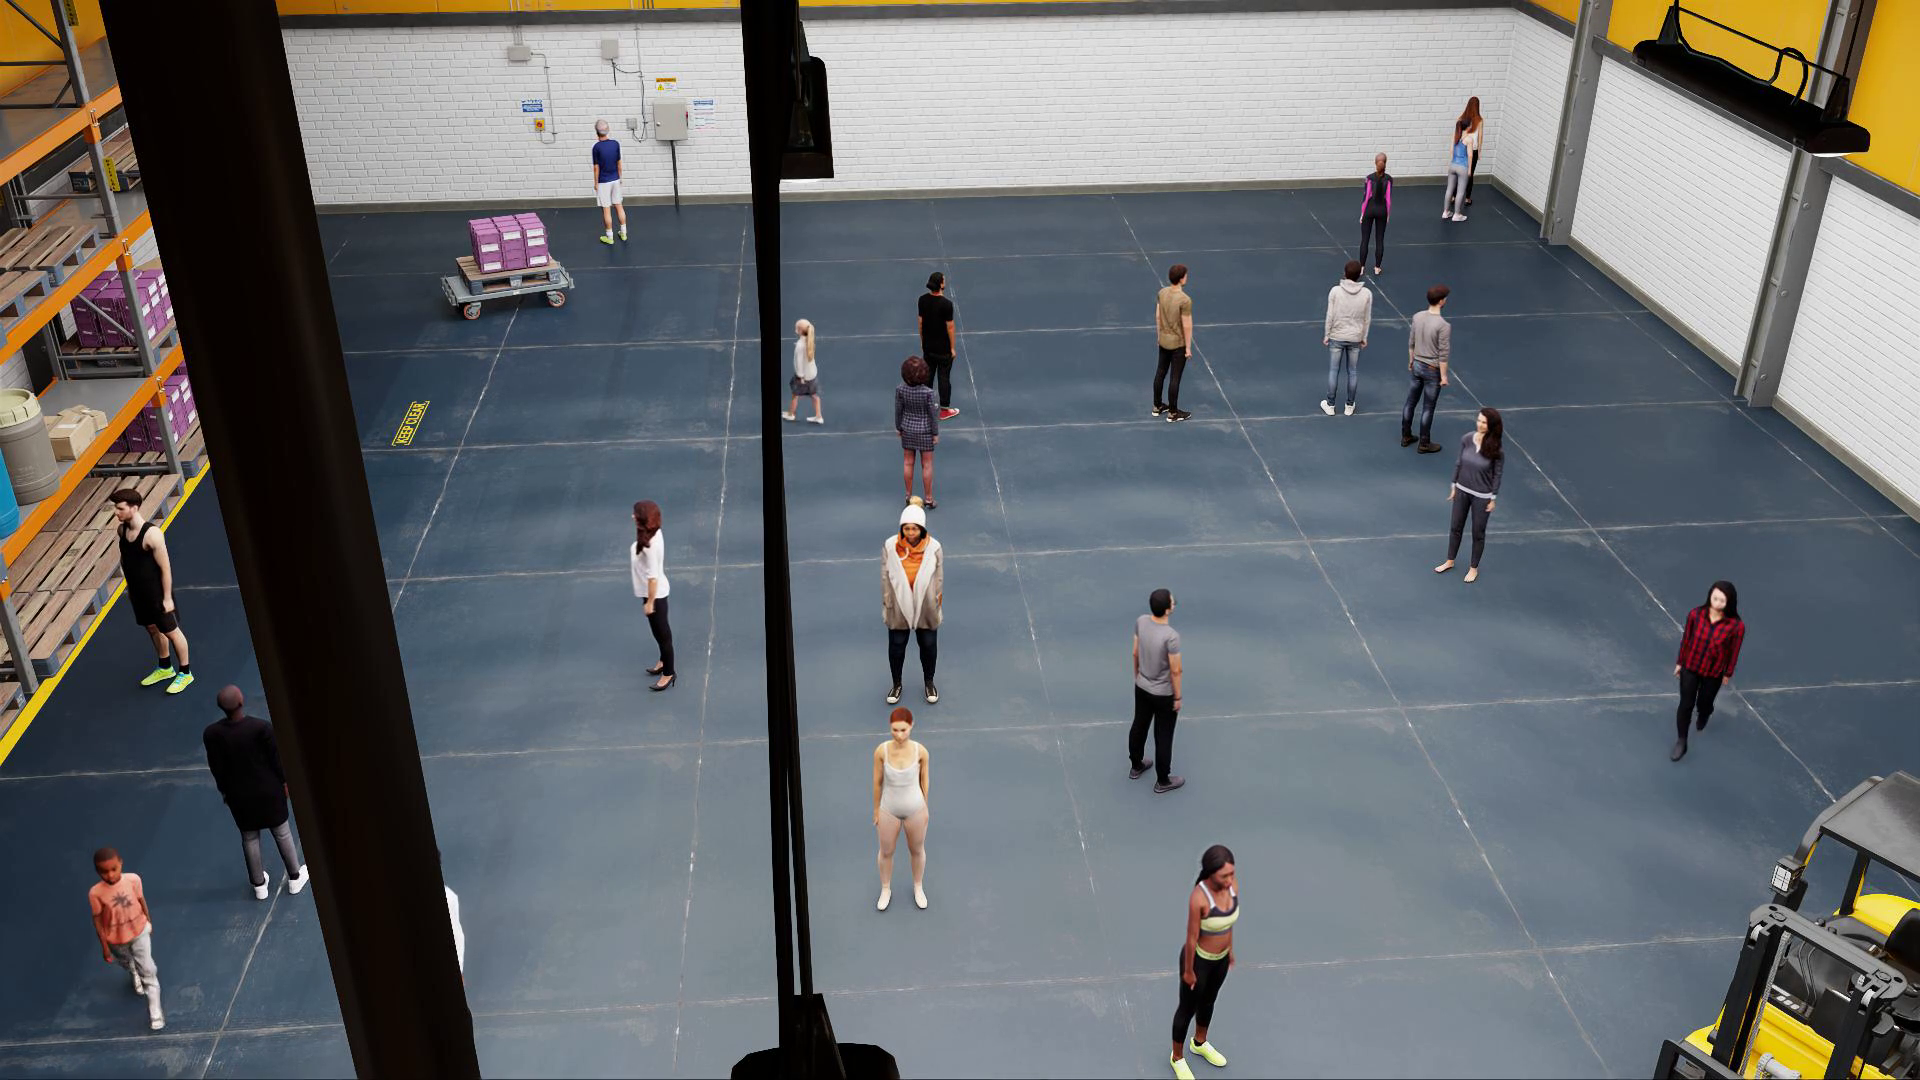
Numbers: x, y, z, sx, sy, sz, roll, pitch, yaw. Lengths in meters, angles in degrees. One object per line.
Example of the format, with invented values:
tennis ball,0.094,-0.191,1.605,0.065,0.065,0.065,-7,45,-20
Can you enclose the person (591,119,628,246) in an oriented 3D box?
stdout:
person,-5.253,-5.355,24.808,0.713,1.837,0.745,-24,37,-37

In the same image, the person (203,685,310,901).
person,-5.011,1.783,11.801,0.663,1.761,0.582,-6,29,-10

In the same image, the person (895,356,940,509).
person,-0.438,-1.095,17.138,0.692,1.702,0.684,9,30,17

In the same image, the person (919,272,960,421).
person,-0.262,-2.250,19.197,0.725,1.759,0.761,17,33,28

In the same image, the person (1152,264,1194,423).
person,2.447,-2.287,19.170,0.811,1.851,0.701,-21,35,-33

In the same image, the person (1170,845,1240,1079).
person,1.519,2.594,10.321,0.640,1.754,0.657,-19,34,-31

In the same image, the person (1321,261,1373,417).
person,4.470,-2.342,19.267,0.687,1.853,0.595,1,29,1

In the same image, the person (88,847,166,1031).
person,-5.499,2.531,10.925,0.722,1.287,0.960,-16,32,-27

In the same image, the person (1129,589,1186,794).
person,1.530,1.151,12.967,0.770,1.754,0.678,-22,36,-35

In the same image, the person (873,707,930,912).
person,-0.411,1.887,11.733,0.541,1.644,0.475,-2,29,-4

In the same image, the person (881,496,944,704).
person,-0.396,0.505,14.010,0.682,1.890,0.657,-1,29,-1

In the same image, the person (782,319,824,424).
person,-1.715,-1.916,19.112,0.783,1.253,0.789,14,32,24

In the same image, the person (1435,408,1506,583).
person,4.921,-0.457,15.901,0.674,1.767,0.738,22,36,35

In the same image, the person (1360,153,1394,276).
person,5.875,-4.622,23.553,0.587,1.752,0.607,2,29,4

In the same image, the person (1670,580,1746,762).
person,5.992,0.999,13.365,0.836,1.638,0.905,20,34,32

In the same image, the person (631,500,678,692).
person,-2.595,0.458,14.196,0.686,1.795,0.485,-5,29,-9

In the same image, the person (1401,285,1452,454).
person,5.162,-1.896,18.395,0.839,1.905,0.710,-18,34,-30

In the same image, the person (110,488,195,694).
person,-6.902,0.411,14.179,0.765,1.892,0.765,12,31,21

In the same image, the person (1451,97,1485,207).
person,8.068,-6.185,26.450,0.646,1.722,0.649,12,31,20

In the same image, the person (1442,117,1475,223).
person,7.748,-5.762,25.791,0.718,1.610,0.633,-20,34,-32
